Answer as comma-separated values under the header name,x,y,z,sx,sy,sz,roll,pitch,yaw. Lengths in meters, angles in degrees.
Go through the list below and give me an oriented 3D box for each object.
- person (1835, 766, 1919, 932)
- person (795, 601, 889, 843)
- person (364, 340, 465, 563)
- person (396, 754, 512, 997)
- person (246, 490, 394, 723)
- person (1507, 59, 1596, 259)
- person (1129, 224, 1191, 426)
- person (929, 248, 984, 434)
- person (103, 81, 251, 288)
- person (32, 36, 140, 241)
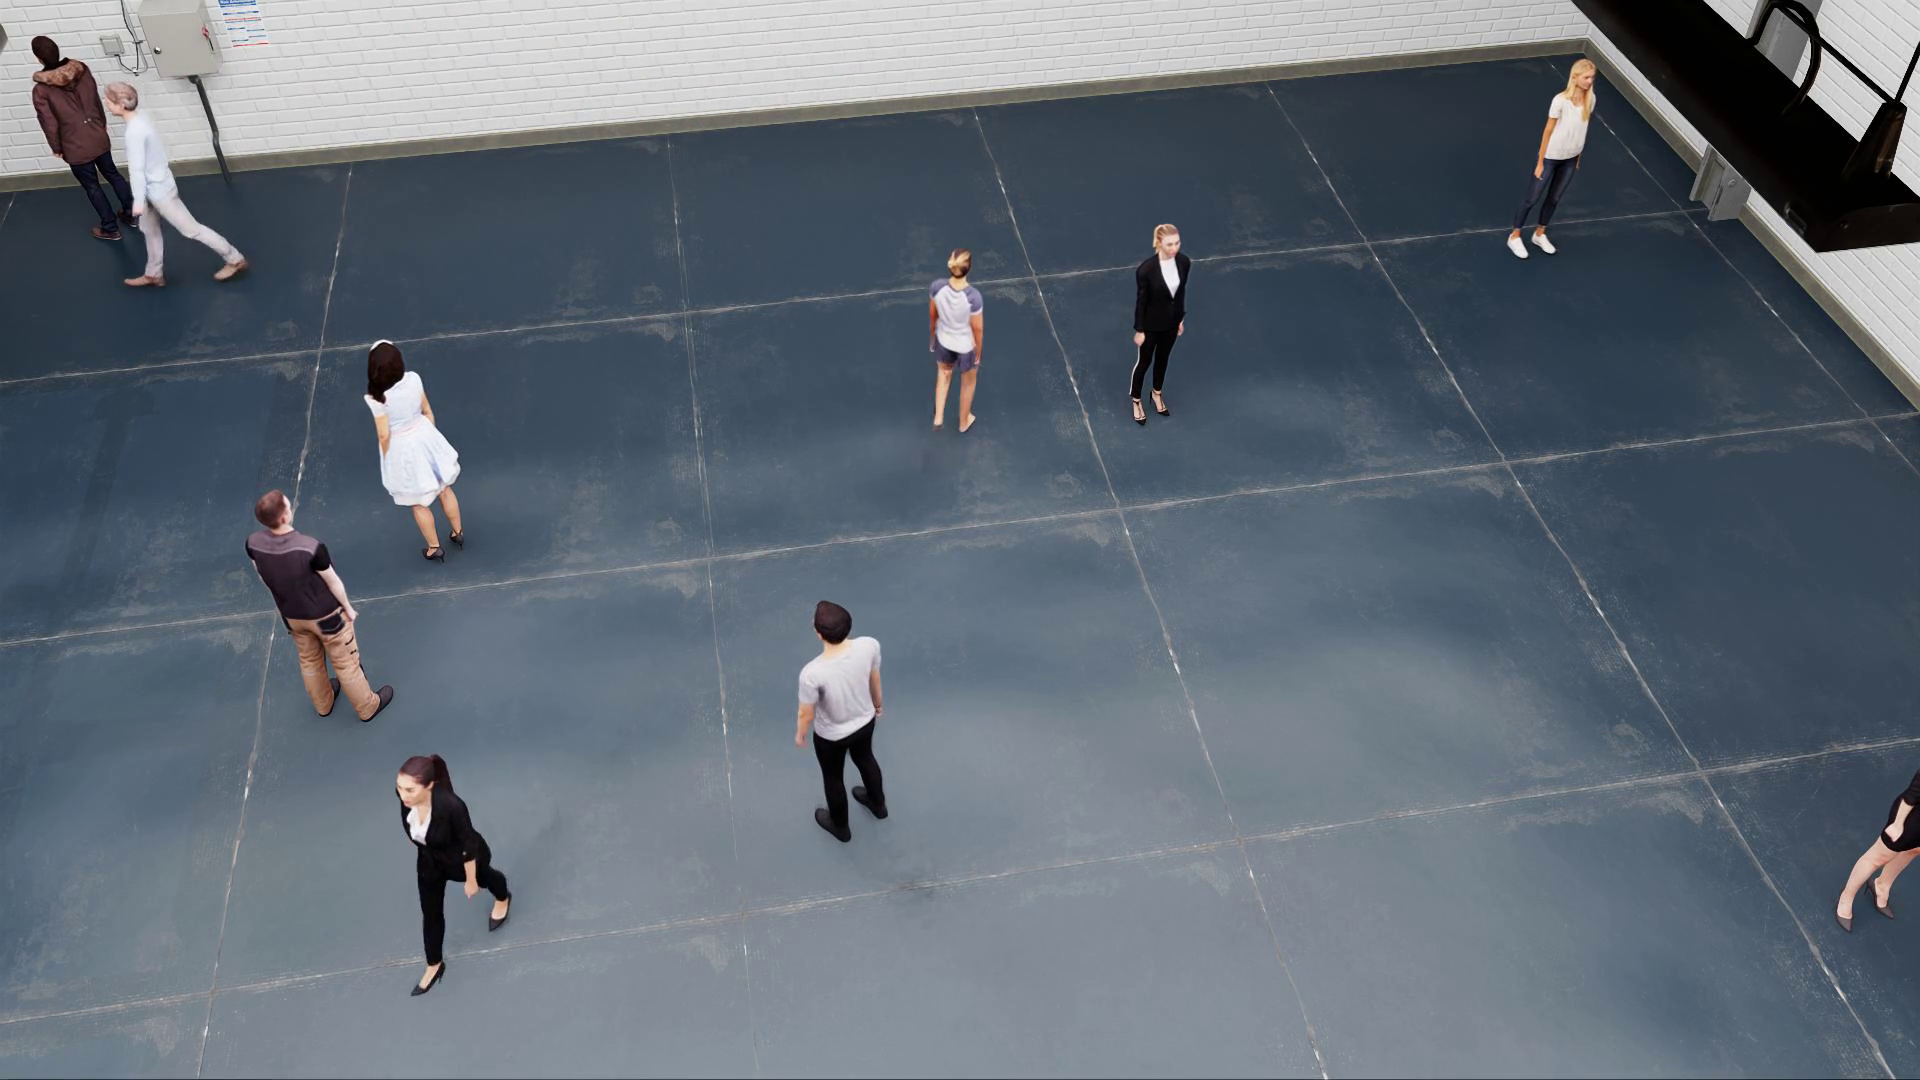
name,x,y,z,sx,sy,sz,roll,pitch,yaw
person,5.242,1.499,9.053,0.604,1.806,0.504,-11,45,-11
person,-0.654,1.068,9.466,0.772,1.859,0.742,-25,49,-24
person,-3.686,-0.583,11.231,0.905,1.815,0.855,34,53,30
person,-2.696,1.661,9.016,0.957,1.622,1.133,15,46,15
person,-3.973,0.411,10.169,0.761,1.842,0.726,8,44,8
person,5.011,-3.210,13.996,0.607,1.804,0.558,-13,45,-13
person,1.477,-1.614,12.392,0.670,1.707,0.646,-20,47,-19
person,-0.045,-1.410,12.248,0.712,1.611,0.778,14,45,14
person,-6.453,-2.866,13.602,0.948,1.851,1.247,-17,46,-17
person,-7.491,-3.433,14.200,0.938,1.848,0.847,19,47,19
